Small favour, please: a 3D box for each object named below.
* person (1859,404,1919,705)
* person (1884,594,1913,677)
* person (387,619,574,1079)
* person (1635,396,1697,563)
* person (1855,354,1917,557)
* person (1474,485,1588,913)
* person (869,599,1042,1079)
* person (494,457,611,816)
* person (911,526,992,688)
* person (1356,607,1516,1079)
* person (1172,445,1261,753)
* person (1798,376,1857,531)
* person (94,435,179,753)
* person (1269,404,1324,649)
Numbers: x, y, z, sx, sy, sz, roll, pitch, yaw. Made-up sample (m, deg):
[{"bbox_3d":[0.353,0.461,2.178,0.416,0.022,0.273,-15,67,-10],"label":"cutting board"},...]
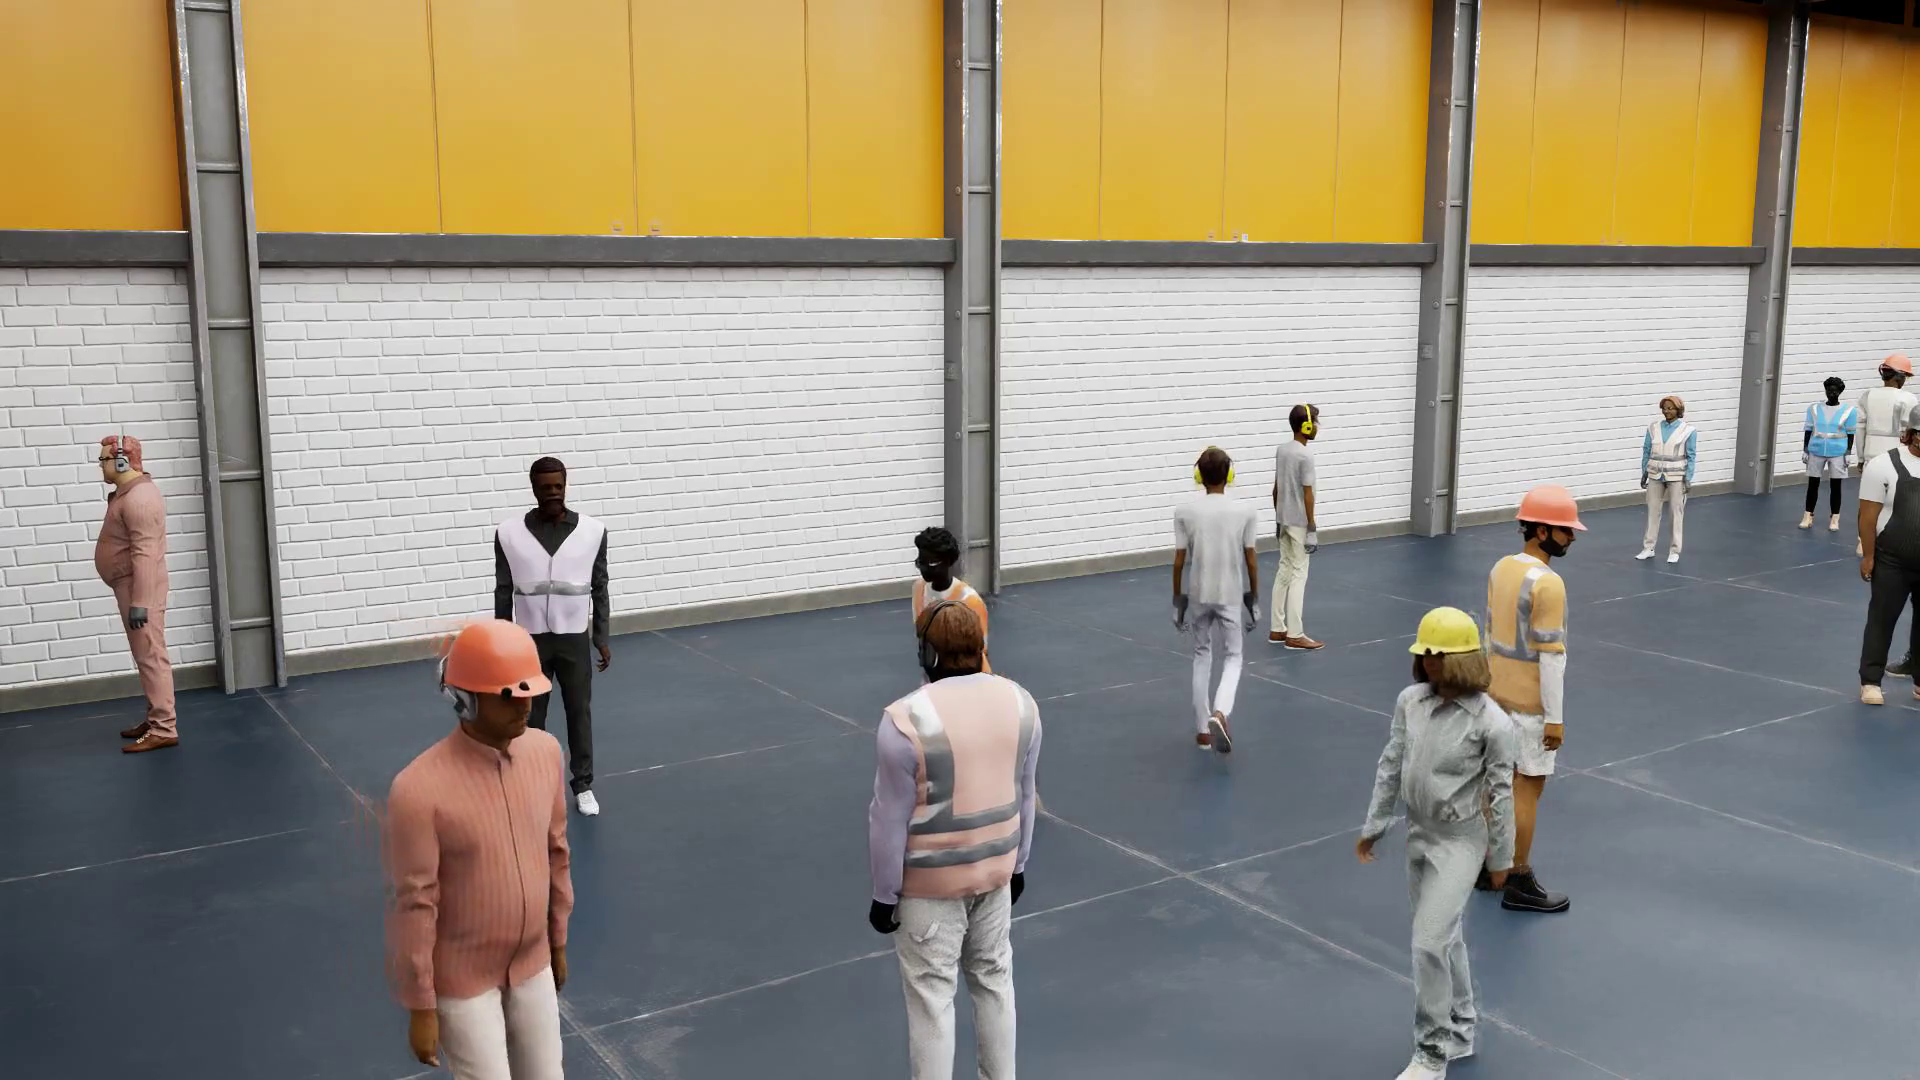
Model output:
[{"bbox_3d":[6.306,0.094,10.944,0.690,2.000,0.538,1,10,8],"label":"person"},{"bbox_3d":[6.980,0.031,11.678,0.808,1.931,0.673,2,10,11],"label":"person"},{"bbox_3d":[-1.386,1.169,4.698,0.649,1.973,0.618,6,11,31],"label":"person"},{"bbox_3d":[6.931,-0.597,16.305,0.311,1.642,0.513,-9,13,-44],"label":"person"},{"bbox_3d":[9.175,-0.818,16.459,0.392,2.033,0.605,-5,11,-28],"label":"person"},{"bbox_3d":[2.599,0.709,7.556,0.369,1.931,0.552,-1,10,-9],"label":"person"},{"bbox_3d":[-0.031,1.104,5.500,0.632,1.837,0.430,-7,12,-38],"label":"person"},{"bbox_3d":[-2.146,0.512,8.785,0.594,1.921,0.387,-2,10,-14],"label":"person"},{"bbox_3d":[0.015,0.712,8.438,0.885,1.638,0.560,-9,13,-42],"label":"person"},{"bbox_3d":[1.648,1.089,5.904,0.660,1.722,0.496,-5,10,-26],"label":"person"},{"bbox_3d":[1.514,0.369,9.869,0.535,1.848,0.586,2,10,14],"label":"person"},{"bbox_3d":[9.513,-0.946,18.239,0.533,1.698,0.318,7,12,37],"label":"person"},{"bbox_3d":[-4.964,0.317,10.003,0.401,1.906,0.650,-5,10,-25],"label":"person"},{"bbox_3d":[2.565,-0.104,12.665,0.309,1.864,0.534,-3,10,-18],"label":"person"}]
